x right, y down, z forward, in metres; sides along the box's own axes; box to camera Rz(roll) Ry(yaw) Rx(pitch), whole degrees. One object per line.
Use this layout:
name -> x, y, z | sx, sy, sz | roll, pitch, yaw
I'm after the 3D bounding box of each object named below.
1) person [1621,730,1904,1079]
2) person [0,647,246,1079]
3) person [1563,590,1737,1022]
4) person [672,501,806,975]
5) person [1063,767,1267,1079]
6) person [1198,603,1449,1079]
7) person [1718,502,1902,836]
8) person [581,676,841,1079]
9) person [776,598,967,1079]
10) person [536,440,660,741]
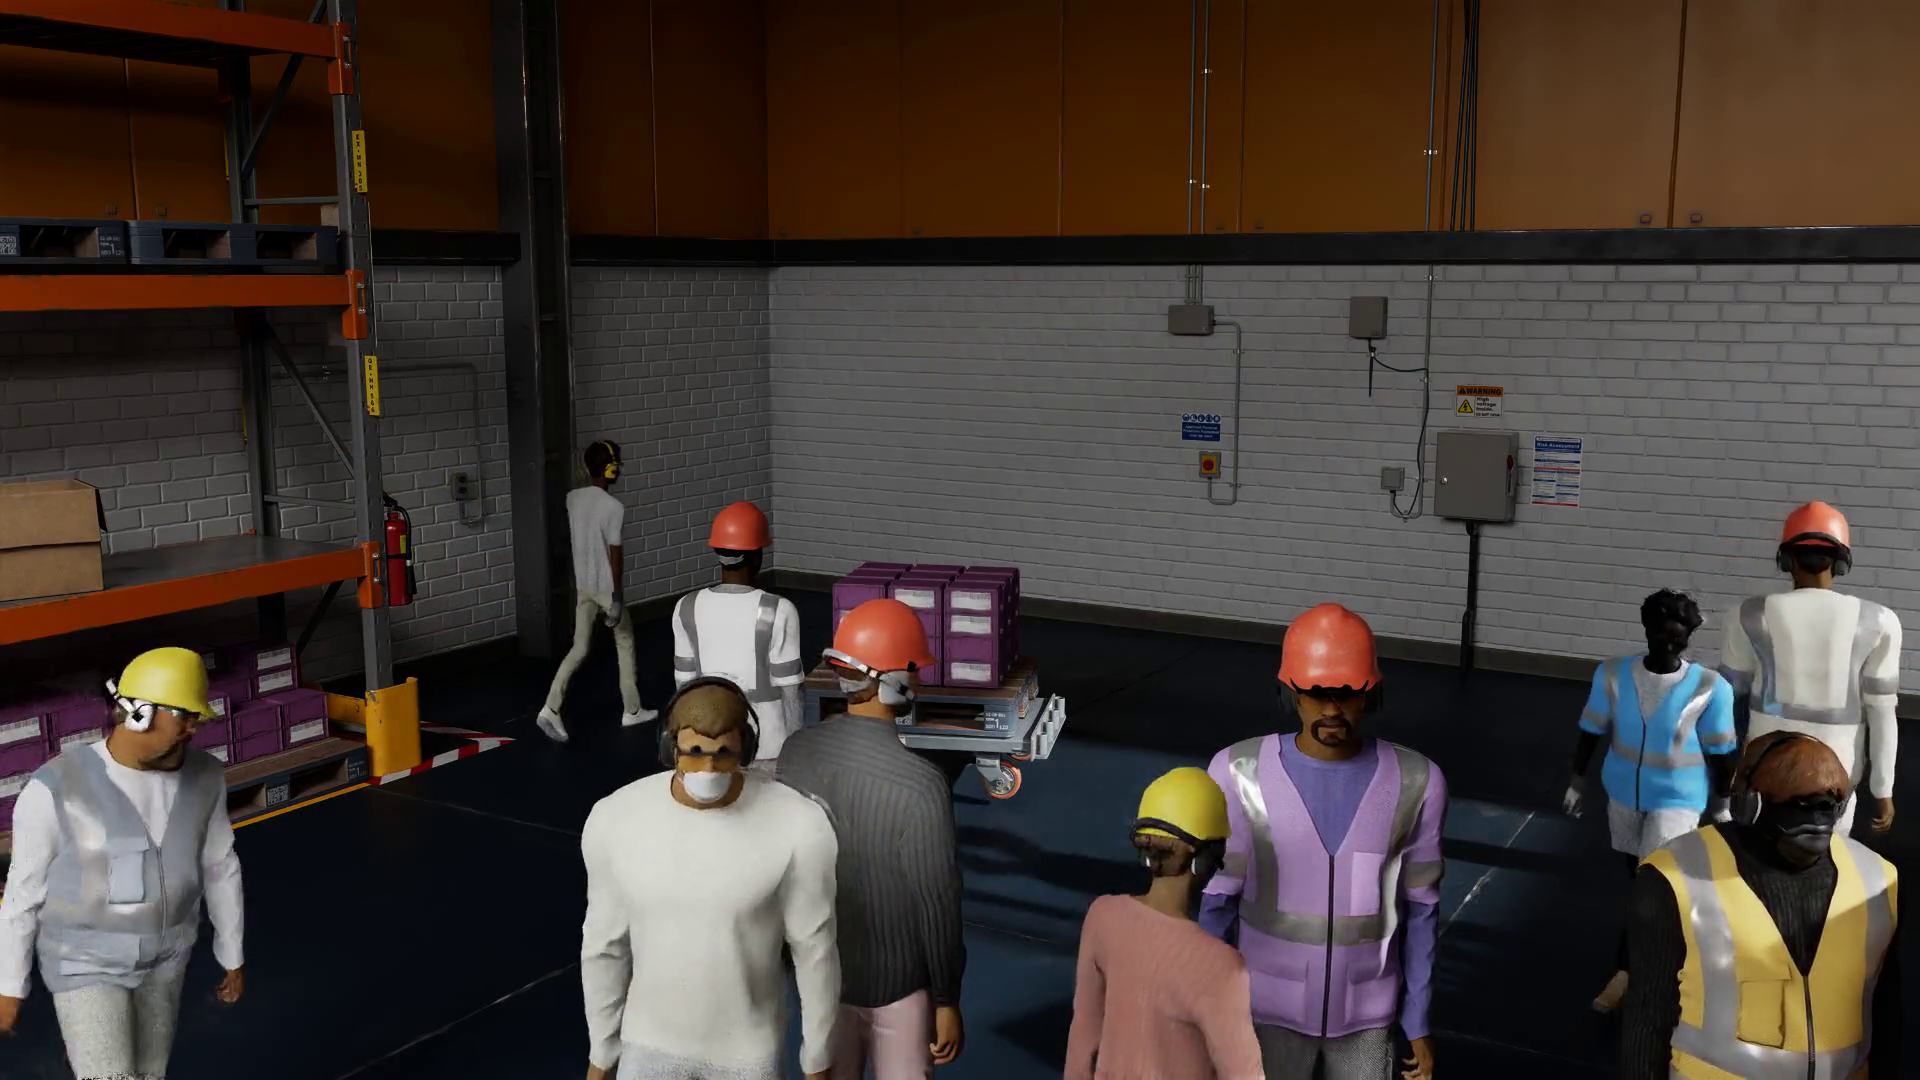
person -> 1.832, 1.324, 3.826 | 0.621, 1.835, 0.430 | 0, 9, 0
person -> -2.368, 1.195, 4.749 | 0.443, 1.786, 0.640 | 5, 11, 31
person -> 2.616, 0.999, 6.380 | 0.880, 1.639, 0.558 | -8, 12, -41
person -> -0.869, 0.808, 6.697 | 0.545, 1.938, 0.355 | 2, 9, 14
person -> 0.444, 1.381, 3.813 | 0.890, 1.717, 0.537 | -5, 10, -26
person -> 0.899, 1.161, 4.167 | 0.607, 2.044, 0.376 | 1, 9, 3
person -> 3.225, 0.843, 6.370 | 0.623, 1.970, 1.096 | 4, 10, 24
person -> -0.608, 1.230, 4.184 | 0.639, 1.911, 0.755 | 1, 9, 5
person -> -0.221, 1.141, 4.451 | 0.622, 1.990, 0.397 | 8, 12, 40
person -> -2.257, 0.302, 10.180 | 0.528, 1.840, 0.897 | 5, 11, 30
